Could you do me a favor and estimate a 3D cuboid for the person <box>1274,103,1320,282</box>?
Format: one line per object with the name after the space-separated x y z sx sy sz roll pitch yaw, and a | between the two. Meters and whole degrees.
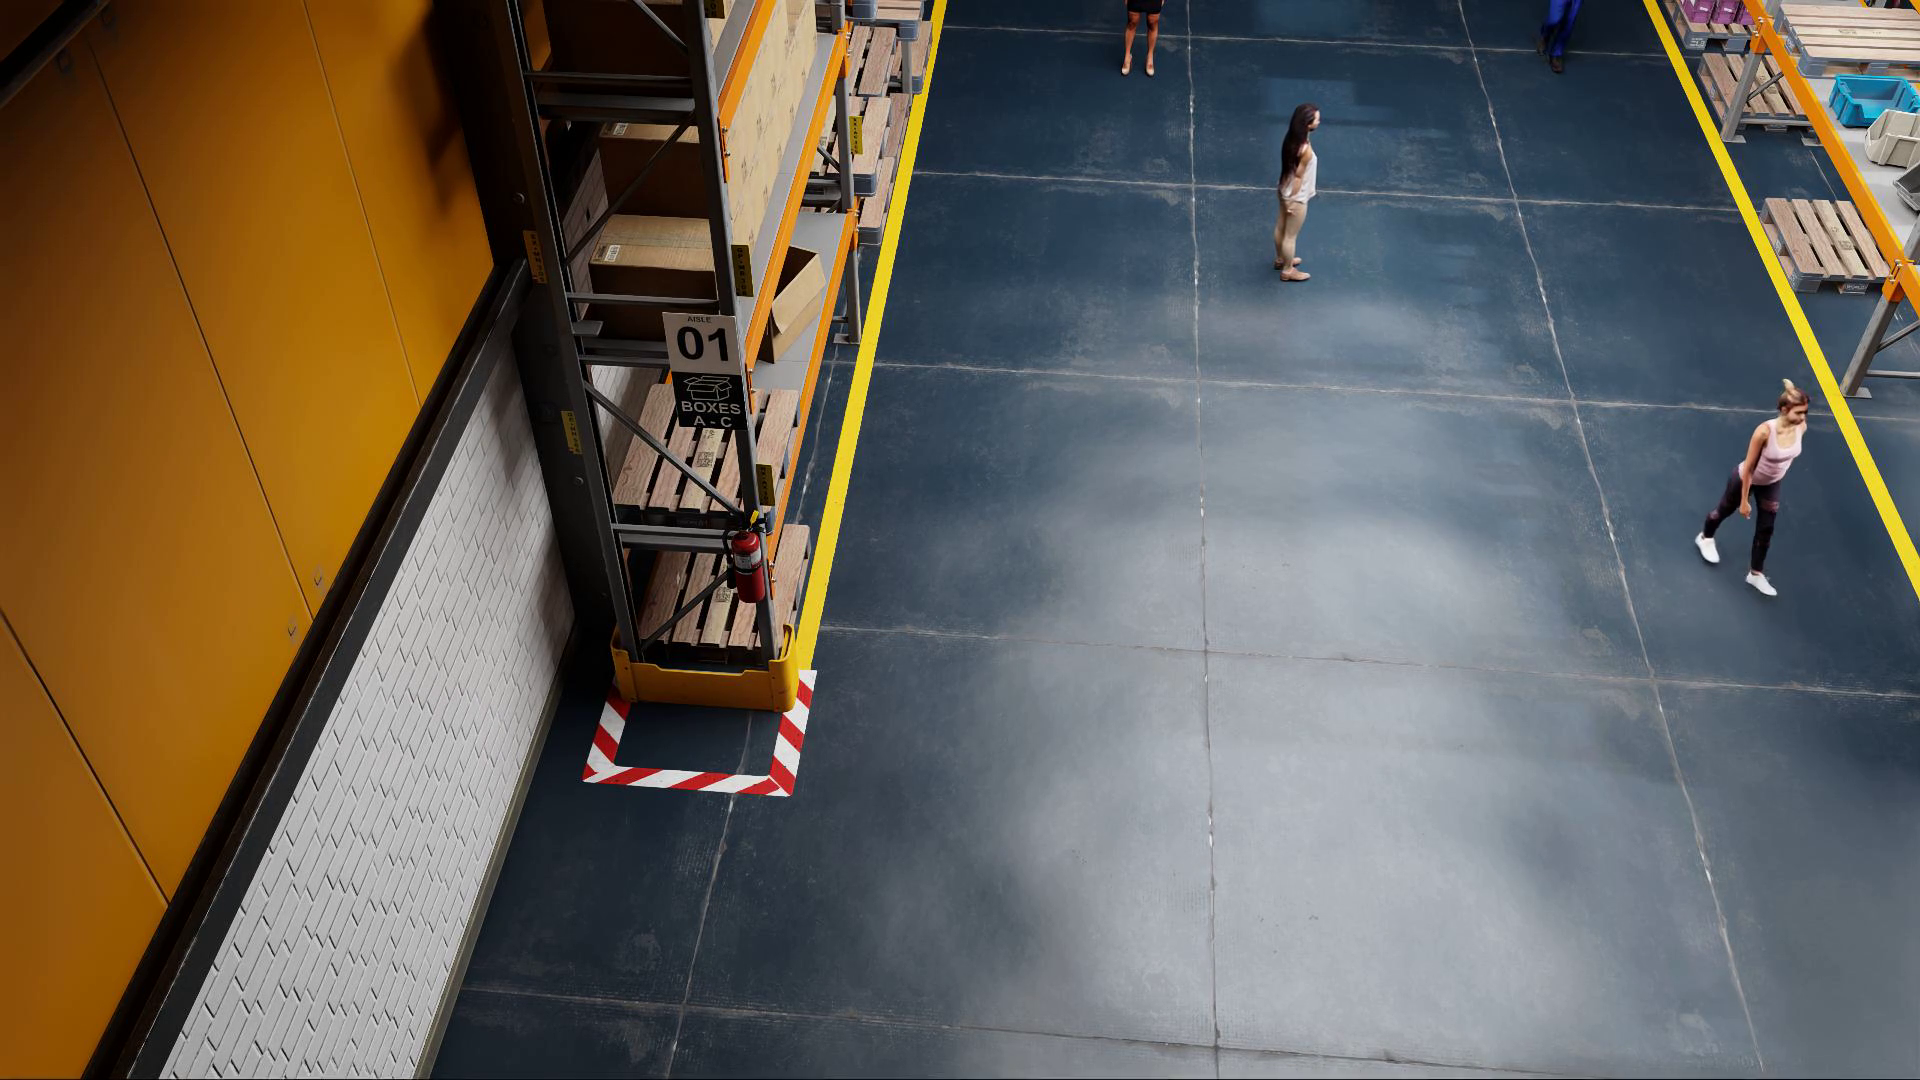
2.815 -2.942 14.094 0.677 1.653 0.616 -27 50 -25 | person

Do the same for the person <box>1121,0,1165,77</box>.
1.859 -5.469 16.756 0.554 1.640 0.604 4 44 4 | person

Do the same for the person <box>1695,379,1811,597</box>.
5.464 -0.457 11.514 0.707 1.613 0.992 -5 44 -5 | person

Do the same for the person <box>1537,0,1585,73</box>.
6.190 -5.717 16.847 0.726 1.873 0.787 -1 44 -1 | person
